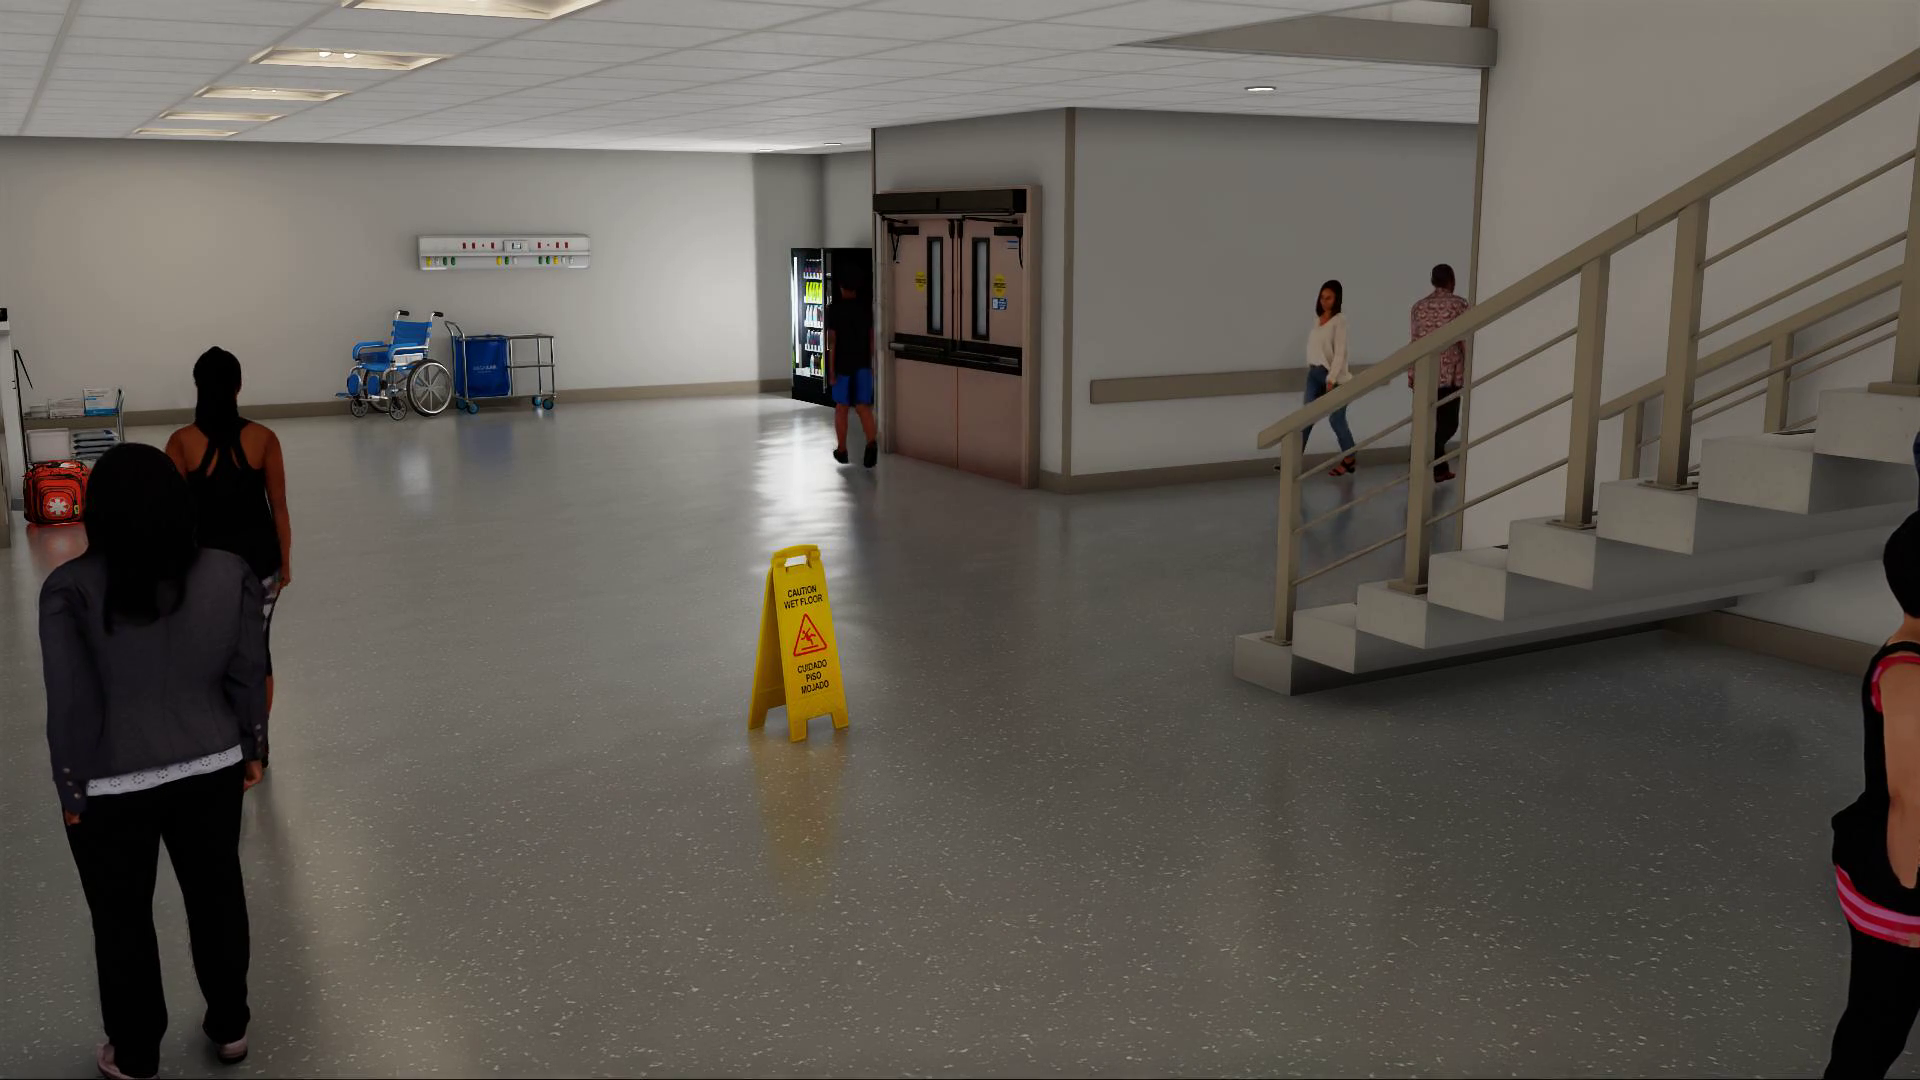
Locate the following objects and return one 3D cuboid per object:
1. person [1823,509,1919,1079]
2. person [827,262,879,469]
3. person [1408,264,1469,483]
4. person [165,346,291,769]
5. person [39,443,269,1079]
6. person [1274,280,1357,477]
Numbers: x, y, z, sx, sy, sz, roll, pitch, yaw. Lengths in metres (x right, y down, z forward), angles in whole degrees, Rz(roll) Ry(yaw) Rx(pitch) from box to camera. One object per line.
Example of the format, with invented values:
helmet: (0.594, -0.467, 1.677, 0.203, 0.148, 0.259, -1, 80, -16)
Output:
person: (1.974, 0.689, 3.507, 0.620, 1.551, 0.601, 7, 13, 34)
person: (-0.902, -1.493, 14.418, 0.754, 1.771, 1.184, -3, 11, -18)
person: (3.827, -1.296, 13.375, 0.914, 1.773, 1.103, -10, 14, -42)
person: (-2.788, 0.093, 6.369, 0.618, 1.656, 0.744, -5, 12, -25)
person: (-1.980, 0.555, 4.095, 0.737, 1.597, 0.737, -10, 15, -43)
person: (3.132, -1.305, 13.793, 0.801, 1.633, 0.970, -4, 11, -20)
